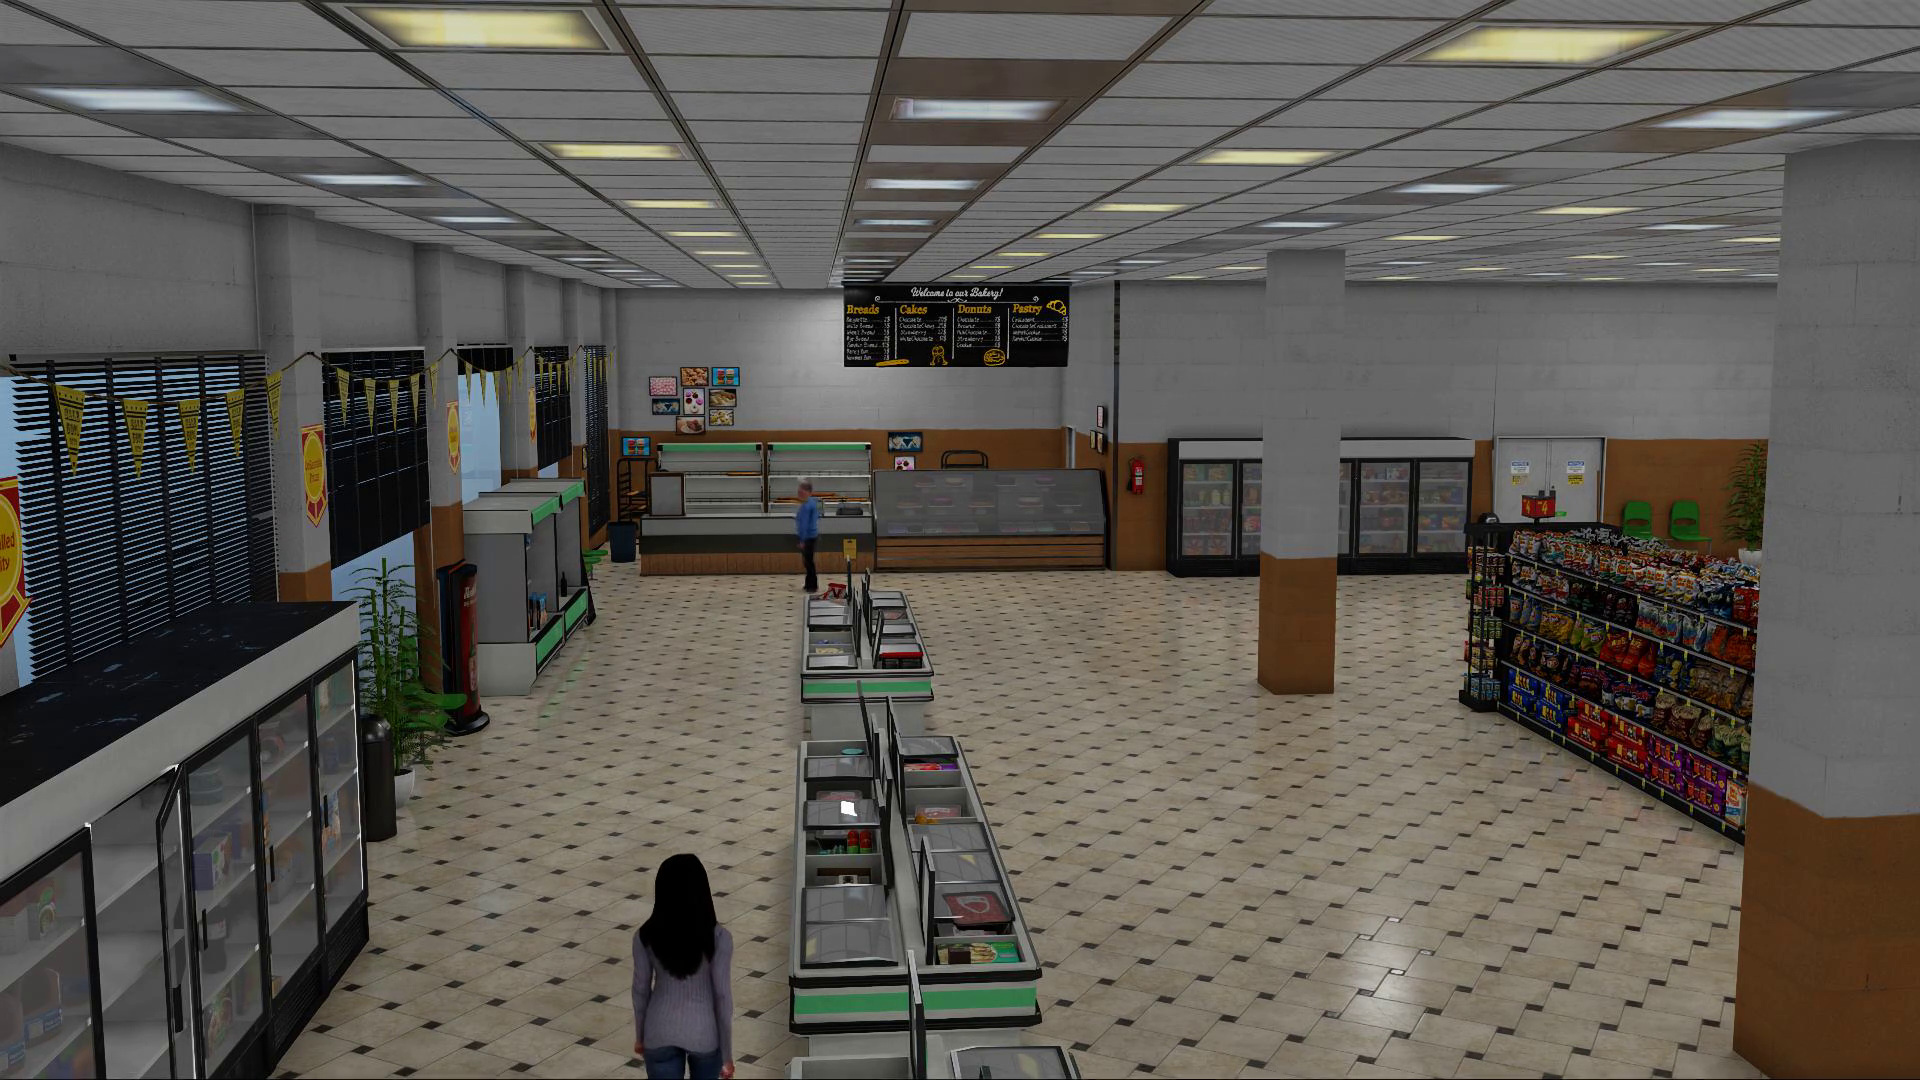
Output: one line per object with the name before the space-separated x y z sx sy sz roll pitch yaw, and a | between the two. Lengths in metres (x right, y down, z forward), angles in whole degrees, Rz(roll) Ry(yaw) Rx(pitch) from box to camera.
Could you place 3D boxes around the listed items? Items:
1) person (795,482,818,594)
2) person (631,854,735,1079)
person | -2.413 -0.057 26.413 0.867 1.775 0.490 1 7 10
person | -1.243 2.293 7.362 0.652 1.682 1.149 0 7 -2
